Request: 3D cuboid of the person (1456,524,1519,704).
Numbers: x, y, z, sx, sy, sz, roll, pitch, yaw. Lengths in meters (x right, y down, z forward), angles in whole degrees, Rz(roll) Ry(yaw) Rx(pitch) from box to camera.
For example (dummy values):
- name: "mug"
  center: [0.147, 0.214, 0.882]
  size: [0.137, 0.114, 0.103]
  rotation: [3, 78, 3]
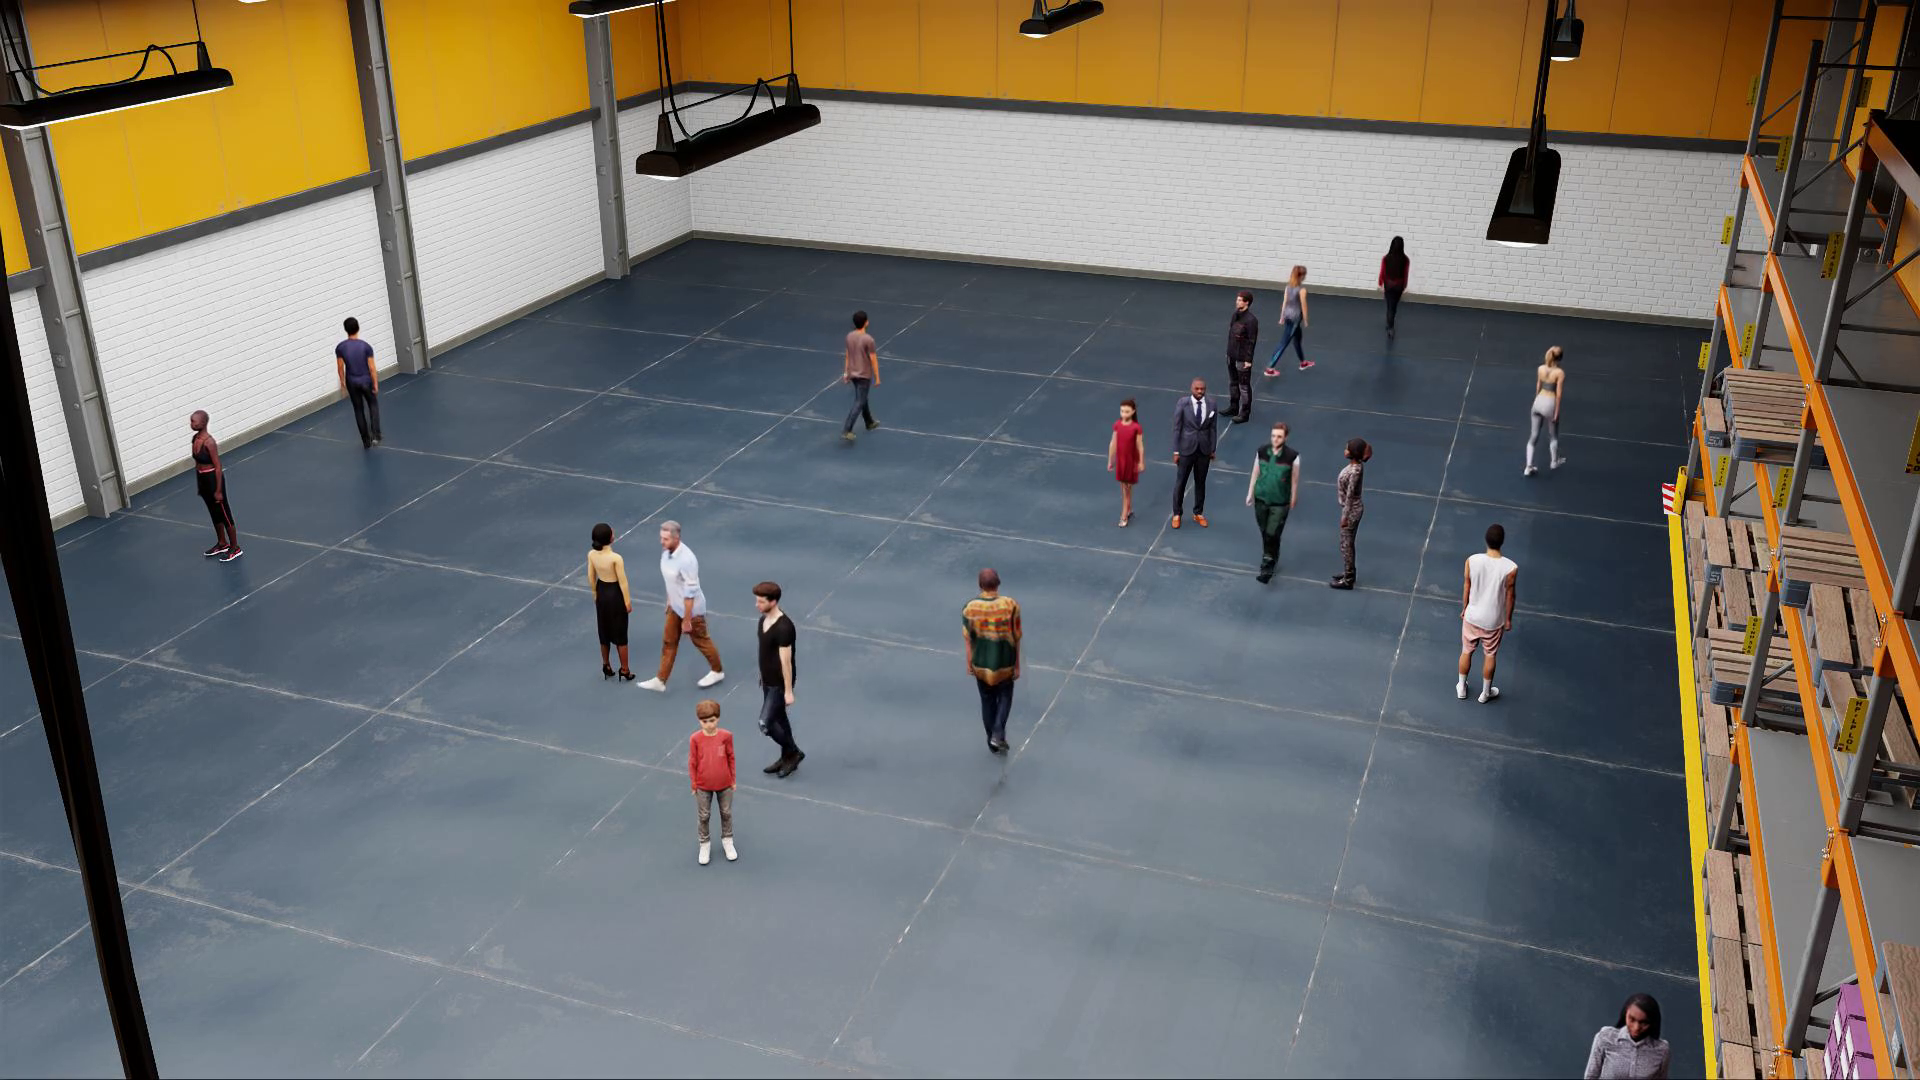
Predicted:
- name: "person"
  center: [4.957, 0.694, 15.709]
  size: [0.671, 1.792, 0.621]
  rotation: [13, 27, 27]

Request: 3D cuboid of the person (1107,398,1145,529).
- name: "person"
  center: [2.021, -0.971, 19.842]
  size: [0.630, 1.533, 0.843]
  rotation: [12, 27, 26]

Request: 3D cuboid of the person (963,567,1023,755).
- name: "person"
  center: [0.292, 1.124, 14.723]
  size: [0.777, 1.793, 0.804]
  rotation: [3, 24, 6]

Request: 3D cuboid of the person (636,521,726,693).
- name: "person"
  center: [-2.545, 0.618, 15.907]
  size: [1.219, 1.774, 1.055]
  rotation: [-16, 28, -32]

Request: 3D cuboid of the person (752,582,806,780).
- name: "person"
  center: [-1.497, 1.205, 14.427]
  size: [0.896, 1.883, 0.837]
  rotation: [-10, 26, -22]

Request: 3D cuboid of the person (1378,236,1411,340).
- name: "person"
  center: [6.969, -4.002, 26.682]
  size: [0.795, 1.608, 1.128]
  rotation: [1, 24, 3]

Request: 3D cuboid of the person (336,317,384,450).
- name: "person"
  center: [-7.957, -2.046, 21.992]
  size: [0.761, 1.779, 0.789]
  rotation: [-6, 24, -13]

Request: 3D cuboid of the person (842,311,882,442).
- name: "person"
  center: [-1.387, -2.164, 22.315]
  size: [0.870, 1.737, 1.209]
  rotation: [17, 29, 34]

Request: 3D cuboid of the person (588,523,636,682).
- name: "person"
  center: [-3.382, 0.602, 16.094]
  size: [0.575, 1.652, 0.543]
  rotation: [10, 25, 21]

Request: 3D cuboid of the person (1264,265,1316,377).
- name: "person"
  center: [4.902, -3.215, 24.812]
  size: [1.188, 1.663, 1.108]
  rotation: [-11, 26, -24]

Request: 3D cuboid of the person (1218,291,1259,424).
- name: "person"
  center: [3.906, -2.556, 23.085]
  size: [0.847, 1.839, 0.781]
  rotation: [-10, 26, -22]

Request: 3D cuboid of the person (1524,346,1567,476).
- name: "person"
  center: [7.397, -1.625, 21.160]
  size: [1.022, 1.676, 0.843]
  rotation: [-21, 31, -39]

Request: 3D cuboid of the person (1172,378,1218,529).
- name: "person"
  center: [2.763, -1.054, 19.668]
  size: [0.785, 1.824, 0.774]
  rotation: [-3, 24, -6]

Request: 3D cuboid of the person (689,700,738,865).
- name: "person"
  center: [-1.982, 1.922, 13.368]
  size: [0.595, 1.416, 0.624]
  rotation: [-5, 24, -11]

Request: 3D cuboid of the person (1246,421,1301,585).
- name: "person"
  center: [3.472, -0.465, 18.340]
  size: [0.823, 1.808, 1.113]
  rotation: [15, 28, 31]

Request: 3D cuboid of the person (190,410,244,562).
- name: "person"
  center: [-8.437, -0.633, 18.788]
  size: [0.641, 1.758, 0.619]
  rotation: [16, 28, 32]

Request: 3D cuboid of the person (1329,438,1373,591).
- name: "person"
  center: [4.245, -0.291, 18.058]
  size: [0.641, 1.715, 0.517]
  rotation: [5, 24, 12]

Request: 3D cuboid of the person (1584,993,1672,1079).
- name: "person"
  center: [3.841, 3.360, 9.694]
  size: [0.589, 1.725, 0.516]
  rotation: [9, 25, 20]
